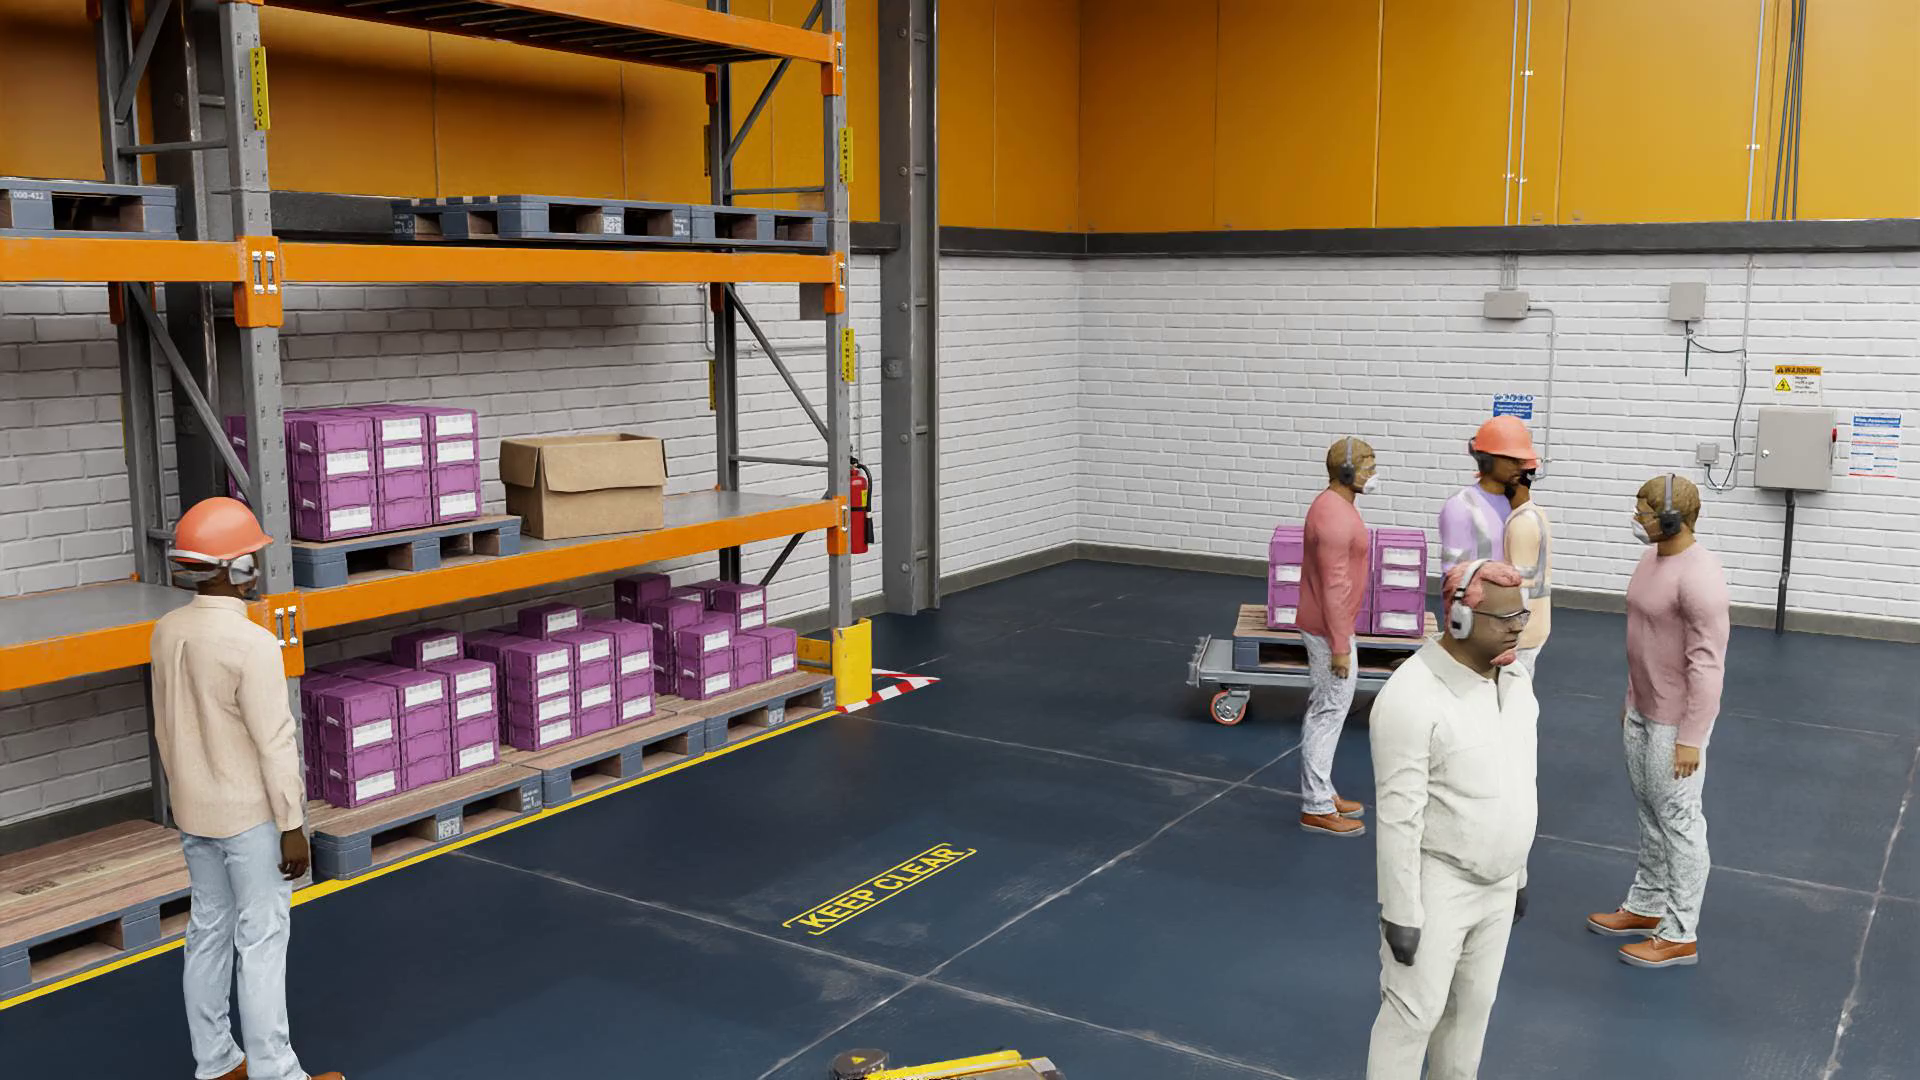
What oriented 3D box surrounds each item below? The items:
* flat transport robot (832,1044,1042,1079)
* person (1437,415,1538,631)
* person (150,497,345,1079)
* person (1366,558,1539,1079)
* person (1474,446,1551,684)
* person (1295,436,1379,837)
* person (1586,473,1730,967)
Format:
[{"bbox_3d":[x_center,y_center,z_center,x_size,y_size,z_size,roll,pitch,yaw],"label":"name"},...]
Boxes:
[{"bbox_3d":[0.123,1.802,4.732,0.652,0.197,1.431,-3,9,-20],"label":"flat transport robot"},{"bbox_3d":[2.579,0.404,8.134,0.603,2.035,0.417,-7,11,-37],"label":"person"},{"bbox_3d":[-2.296,0.856,5.295,0.611,1.997,0.375,5,10,31],"label":"person"},{"bbox_3d":[1.443,0.988,4.778,0.642,1.899,0.394,-7,11,-39],"label":"person"},{"bbox_3d":[2.691,0.453,8.170,0.391,1.923,0.550,3,9,19],"label":"person"},{"bbox_3d":[1.820,0.456,8.106,0.370,1.933,0.640,2,9,12],"label":"person"},{"bbox_3d":[2.761,0.700,6.513,0.377,1.936,0.628,0,9,3],"label":"person"}]
